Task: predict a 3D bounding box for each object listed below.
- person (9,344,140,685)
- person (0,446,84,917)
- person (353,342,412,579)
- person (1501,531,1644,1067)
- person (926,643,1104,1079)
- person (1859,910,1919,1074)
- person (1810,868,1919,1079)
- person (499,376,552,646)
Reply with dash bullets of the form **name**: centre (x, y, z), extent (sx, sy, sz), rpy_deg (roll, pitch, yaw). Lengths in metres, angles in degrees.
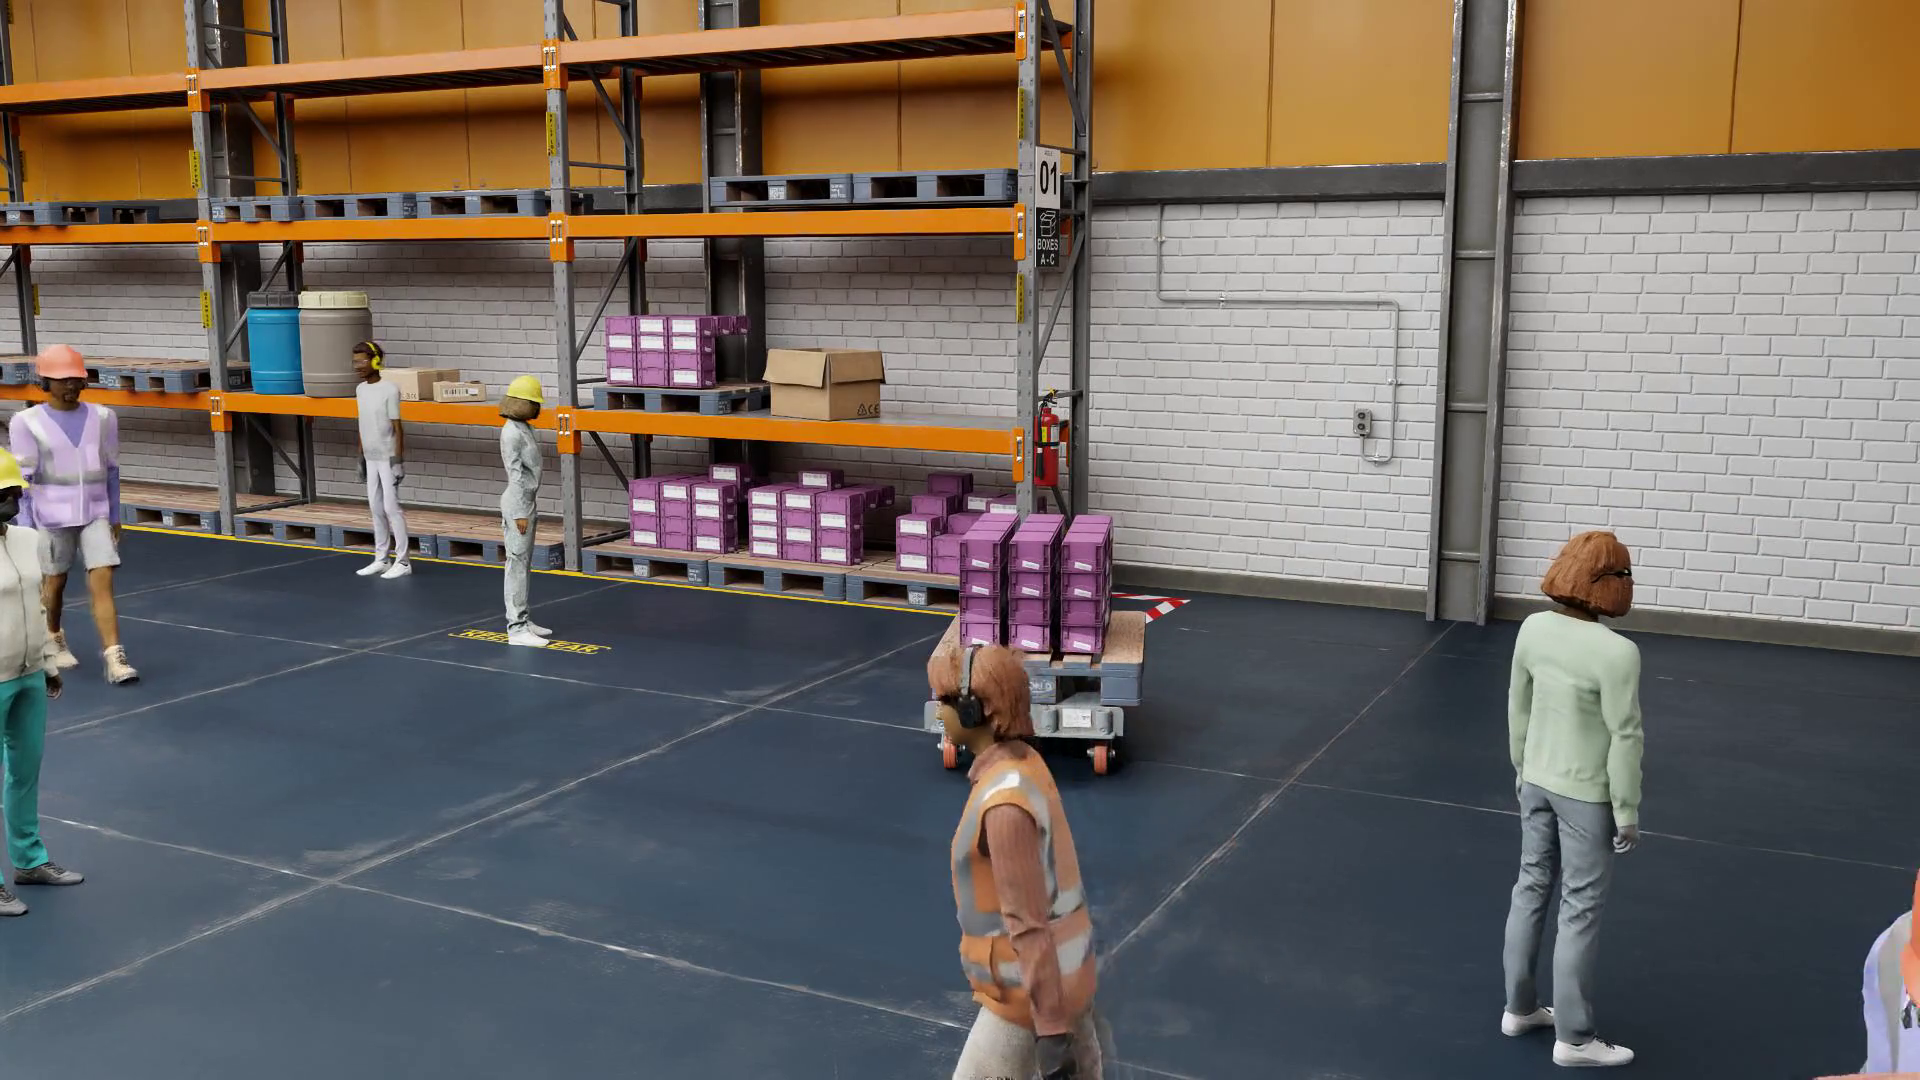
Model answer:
- **person**: centre (-5.222, -0.153, 9.773), extent (1.073, 1.986, 0.632), rpy_deg (9, 13, 42)
- **person**: centre (-3.610, 0.519, 6.296), extent (0.311, 1.768, 0.531), rpy_deg (1, 9, 8)
- **person**: centre (-4.559, -0.623, 13.074), extent (0.538, 1.855, 0.327), rpy_deg (6, 11, 34)
- **person**: centre (1.879, 0.779, 5.093), extent (0.266, 1.631, 0.507), rpy_deg (-4, 10, -21)
- **person**: centre (0.138, 1.017, 3.767), extent (0.866, 1.575, 0.571), rpy_deg (1, 9, 7)
- **person**: centre (1.382, 1.109, 2.123), extent (0.358, 1.938, 0.545), rpy_deg (-2, 9, -10)
- **person**: centre (1.100, 1.176, 1.726), extent (0.611, 1.951, 1.014), rpy_deg (6, 11, 33)
- **person**: centre (-2.808, -0.192, 10.772), extent (0.310, 1.735, 0.484), rpy_deg (-1, 9, -8)
